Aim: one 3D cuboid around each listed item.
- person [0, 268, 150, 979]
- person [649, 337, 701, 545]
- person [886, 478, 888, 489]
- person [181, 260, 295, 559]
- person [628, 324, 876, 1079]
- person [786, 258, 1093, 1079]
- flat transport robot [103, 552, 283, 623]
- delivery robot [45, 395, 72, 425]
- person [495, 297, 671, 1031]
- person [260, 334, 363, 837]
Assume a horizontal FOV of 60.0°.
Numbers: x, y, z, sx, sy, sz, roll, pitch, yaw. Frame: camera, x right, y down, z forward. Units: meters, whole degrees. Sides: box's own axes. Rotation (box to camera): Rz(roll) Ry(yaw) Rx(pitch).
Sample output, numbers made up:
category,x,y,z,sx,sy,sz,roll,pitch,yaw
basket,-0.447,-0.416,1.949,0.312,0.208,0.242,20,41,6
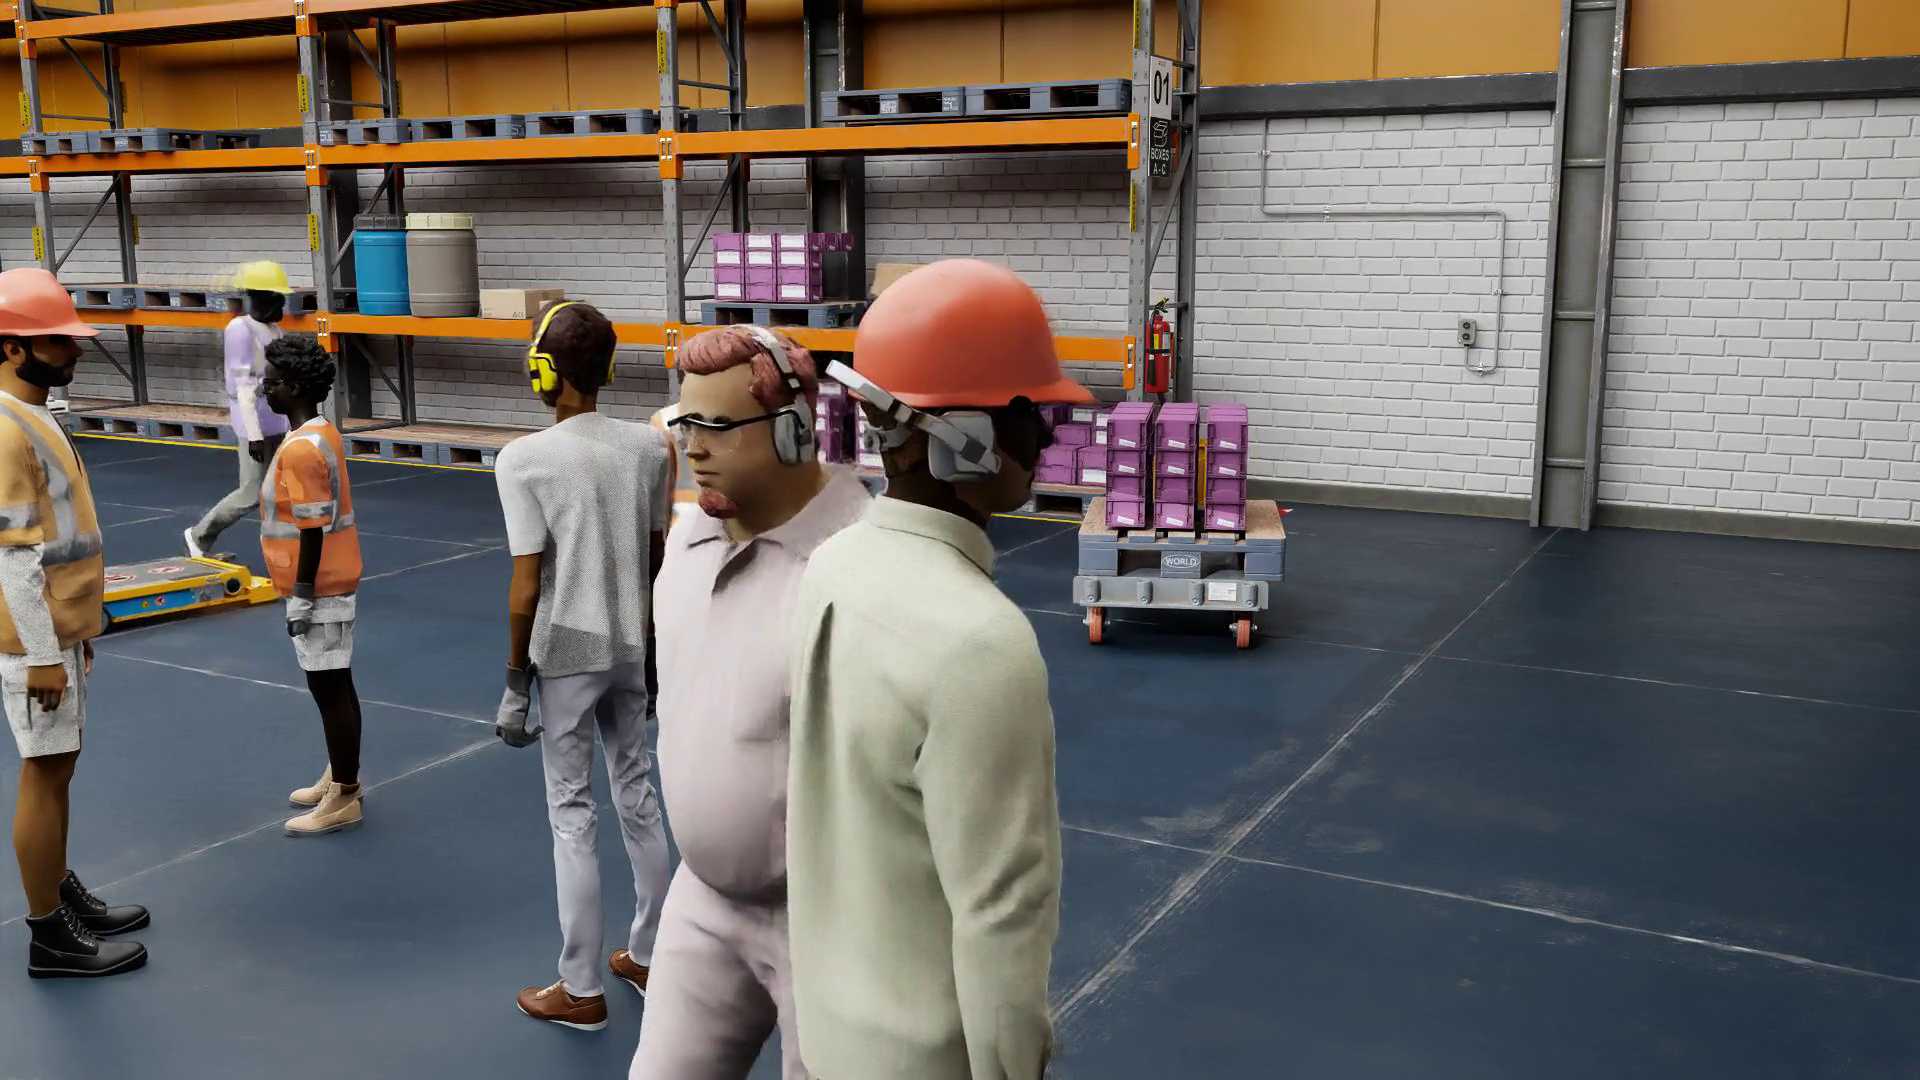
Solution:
category,x,y,z,sx,sy,sz,roll,pitch,yaw
person,-2.496,0.233,4.580,0.354,1.939,0.544,-4,11,-22
person,-1.008,-0.018,6.810,0.524,1.622,0.612,-5,11,-25
person,-0.342,-0.860,10.962,0.693,1.807,0.431,9,14,42
person,-4.144,-0.688,9.749,0.846,1.893,0.578,1,10,8
person,-0.300,0.592,2.742,0.669,1.885,0.437,9,13,39
person,-0.027,0.636,2.209,0.395,1.993,0.614,-4,11,-23
flat transport robot,-4.433,0.285,8.862,0.652,0.197,1.431,8,13,38
delivery robot,-9.113,-1.279,16.402,0.707,0.478,0.477,6,12,30
person,-0.961,0.322,4.273,0.328,1.874,0.512,9,14,40
person,-2.206,0.153,5.679,0.318,1.697,0.535,-3,11,-16
